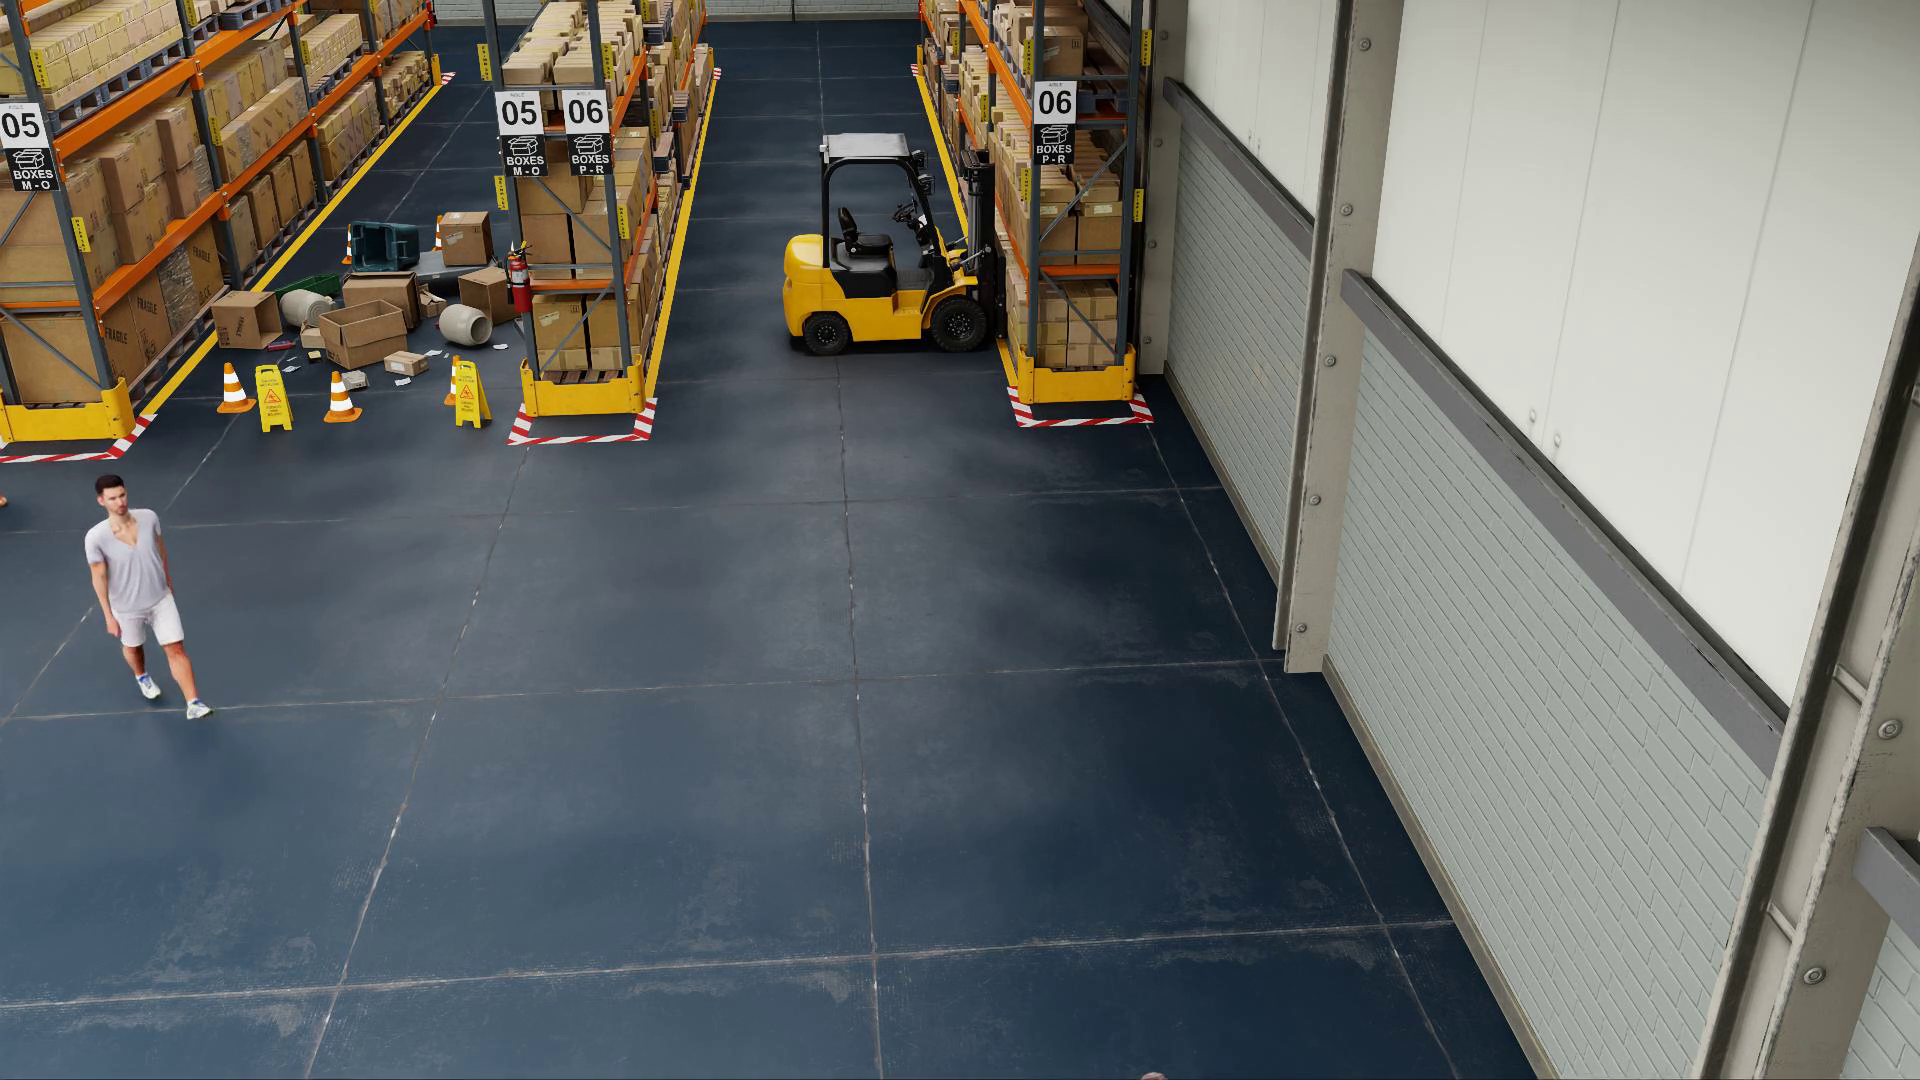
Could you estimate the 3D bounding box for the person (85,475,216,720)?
[{"bbox_3d":[-5.706,0.383,11.483,1.302,1.796,1.212,23,35,37],"label":"person"}]
